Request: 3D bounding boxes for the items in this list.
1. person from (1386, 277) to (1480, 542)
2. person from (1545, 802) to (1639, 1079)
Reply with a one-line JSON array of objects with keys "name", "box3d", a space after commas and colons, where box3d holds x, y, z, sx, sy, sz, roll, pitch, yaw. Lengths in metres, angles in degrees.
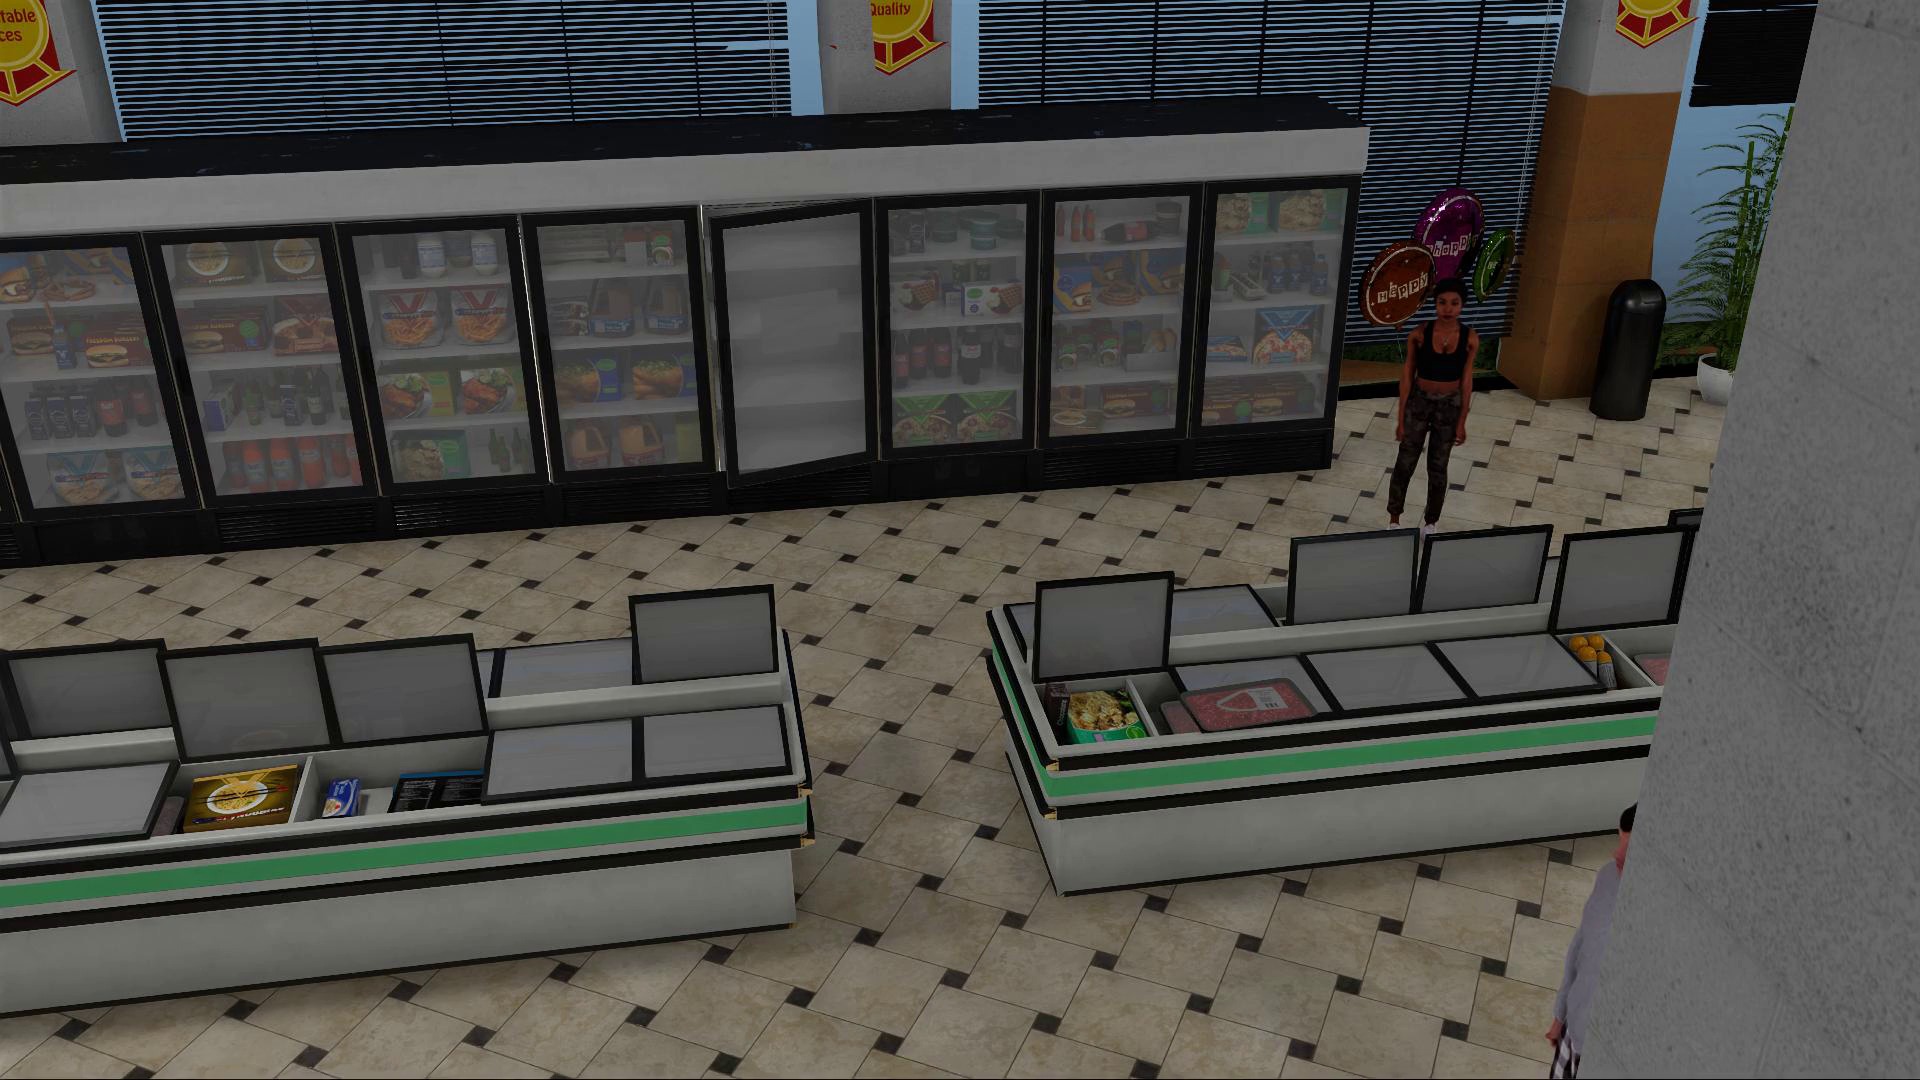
[{"name": "person", "box3d": [2.800, -0.746, 9.852, 0.599, 1.699, 0.712, 6, 27, 11]}, {"name": "person", "box3d": [2.025, 1.569, 5.124, 0.576, 1.847, 0.655, -8, 28, -16]}]
